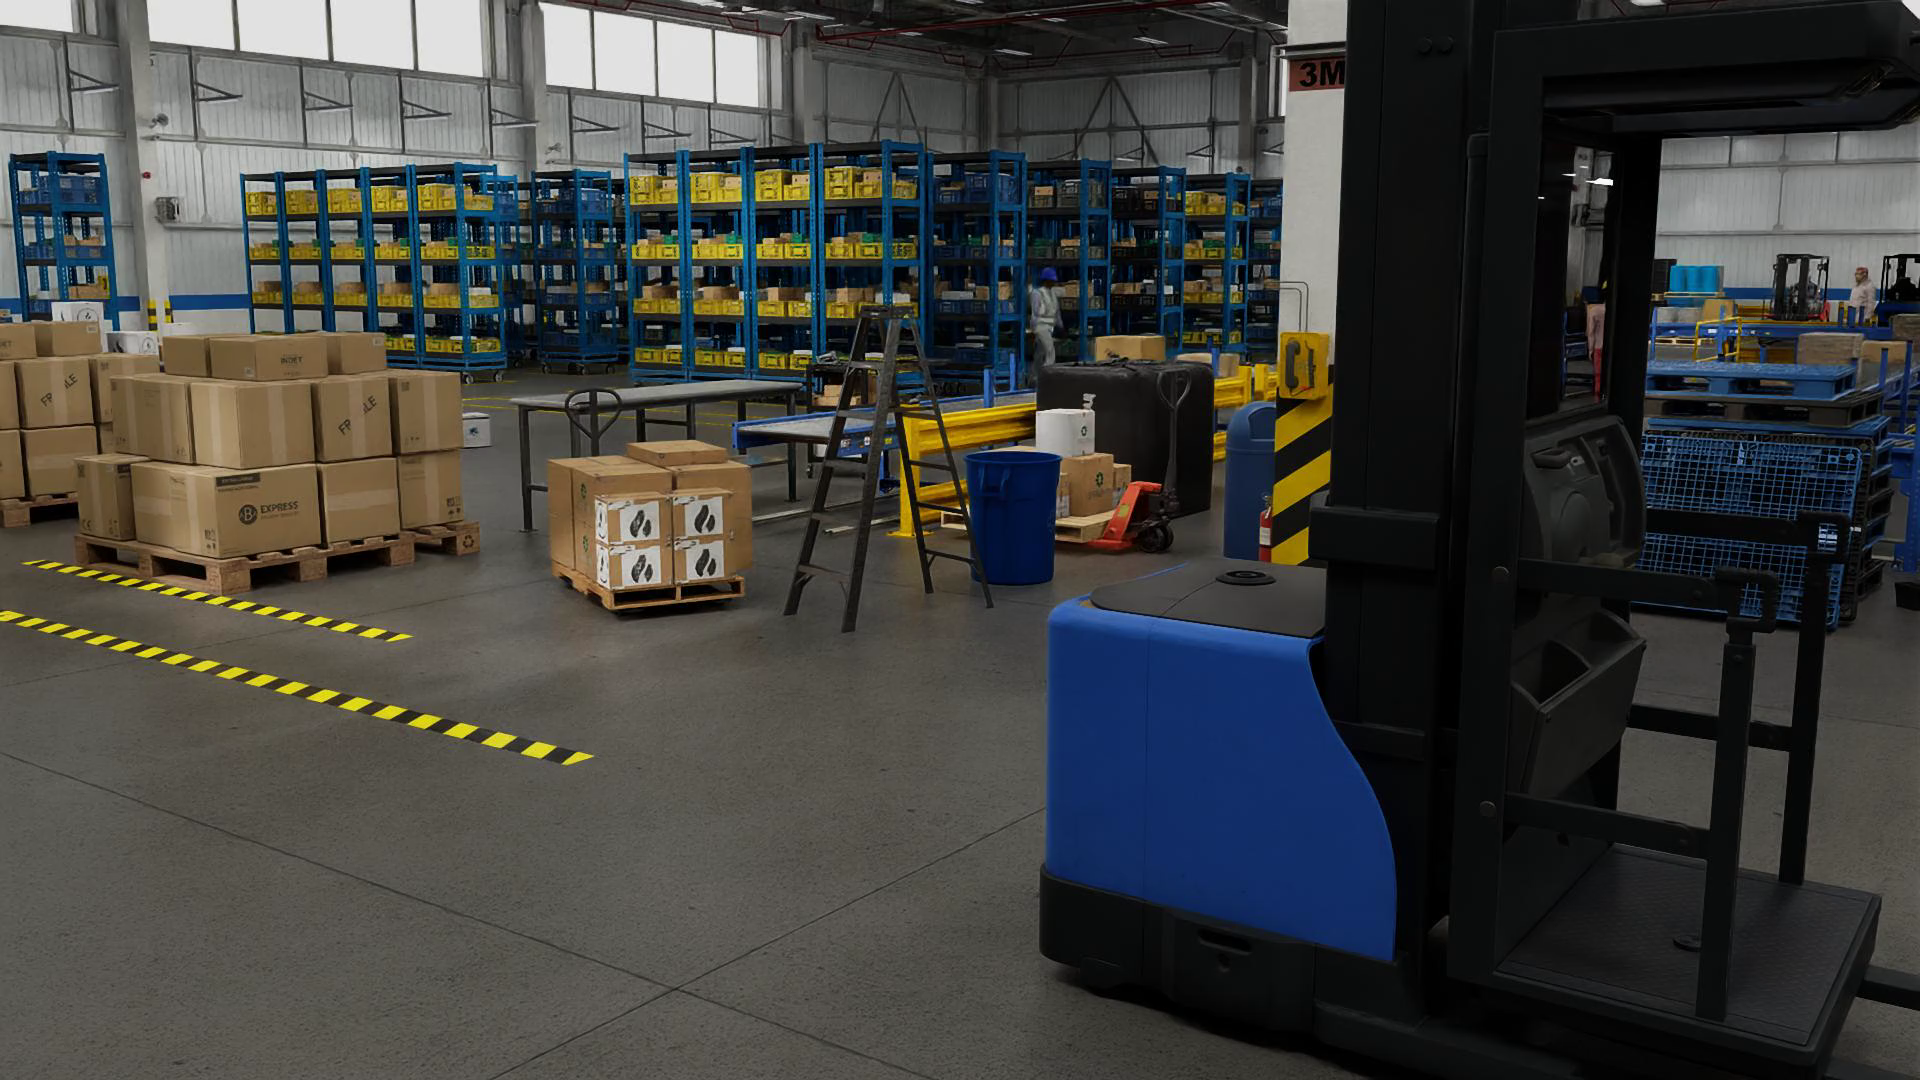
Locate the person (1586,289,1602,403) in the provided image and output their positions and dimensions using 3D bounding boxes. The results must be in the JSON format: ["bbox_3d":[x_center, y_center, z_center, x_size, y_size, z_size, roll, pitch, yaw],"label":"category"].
[{"bbox_3d":[9.092,-2.780,23.410,0.525,1.769,0.327,5,11,27],"label":"person"}]

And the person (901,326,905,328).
[{"bbox_3d":[-1.372,-4.963,36.174,0.571,1.843,0.373,-3,10,-16],"label":"person"}]

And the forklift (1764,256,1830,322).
[{"bbox_3d":[20.253,-5.854,40.139,1.157,1.987,2.680,7,12,35],"label":"forklift"}]

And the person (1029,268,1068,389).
[{"bbox_3d":[1.437,-3.304,26.109,0.860,1.908,0.605,5,11,26],"label":"person"}]

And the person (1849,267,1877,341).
[{"bbox_3d":[17.518,-4.358,32.401,0.401,1.904,0.646,0,10,-2],"label":"person"}]

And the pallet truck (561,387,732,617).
[{"bbox_3d":[-1.981,-0.274,10.088,0.680,1.201,1.601,-5,11,-28],"label":"pallet truck"}]

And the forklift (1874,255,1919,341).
[{"bbox_3d":[22.089,-5.634,38.796,1.157,1.987,2.680,6,11,33],"label":"forklift"}]

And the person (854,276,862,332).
[{"bbox_3d":[-2.103,-4.613,34.286,0.611,1.786,0.941,5,11,28],"label":"person"}]

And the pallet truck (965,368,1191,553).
[{"bbox_3d":[0.845,-0.609,11.869,1.630,1.274,0.653,7,12,35],"label":"pallet truck"}]

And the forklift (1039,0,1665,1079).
[{"bbox_3d":[1.249,-0.137,4.360,1.873,2.768,1.129,7,12,35],"label":"forklift"}]
